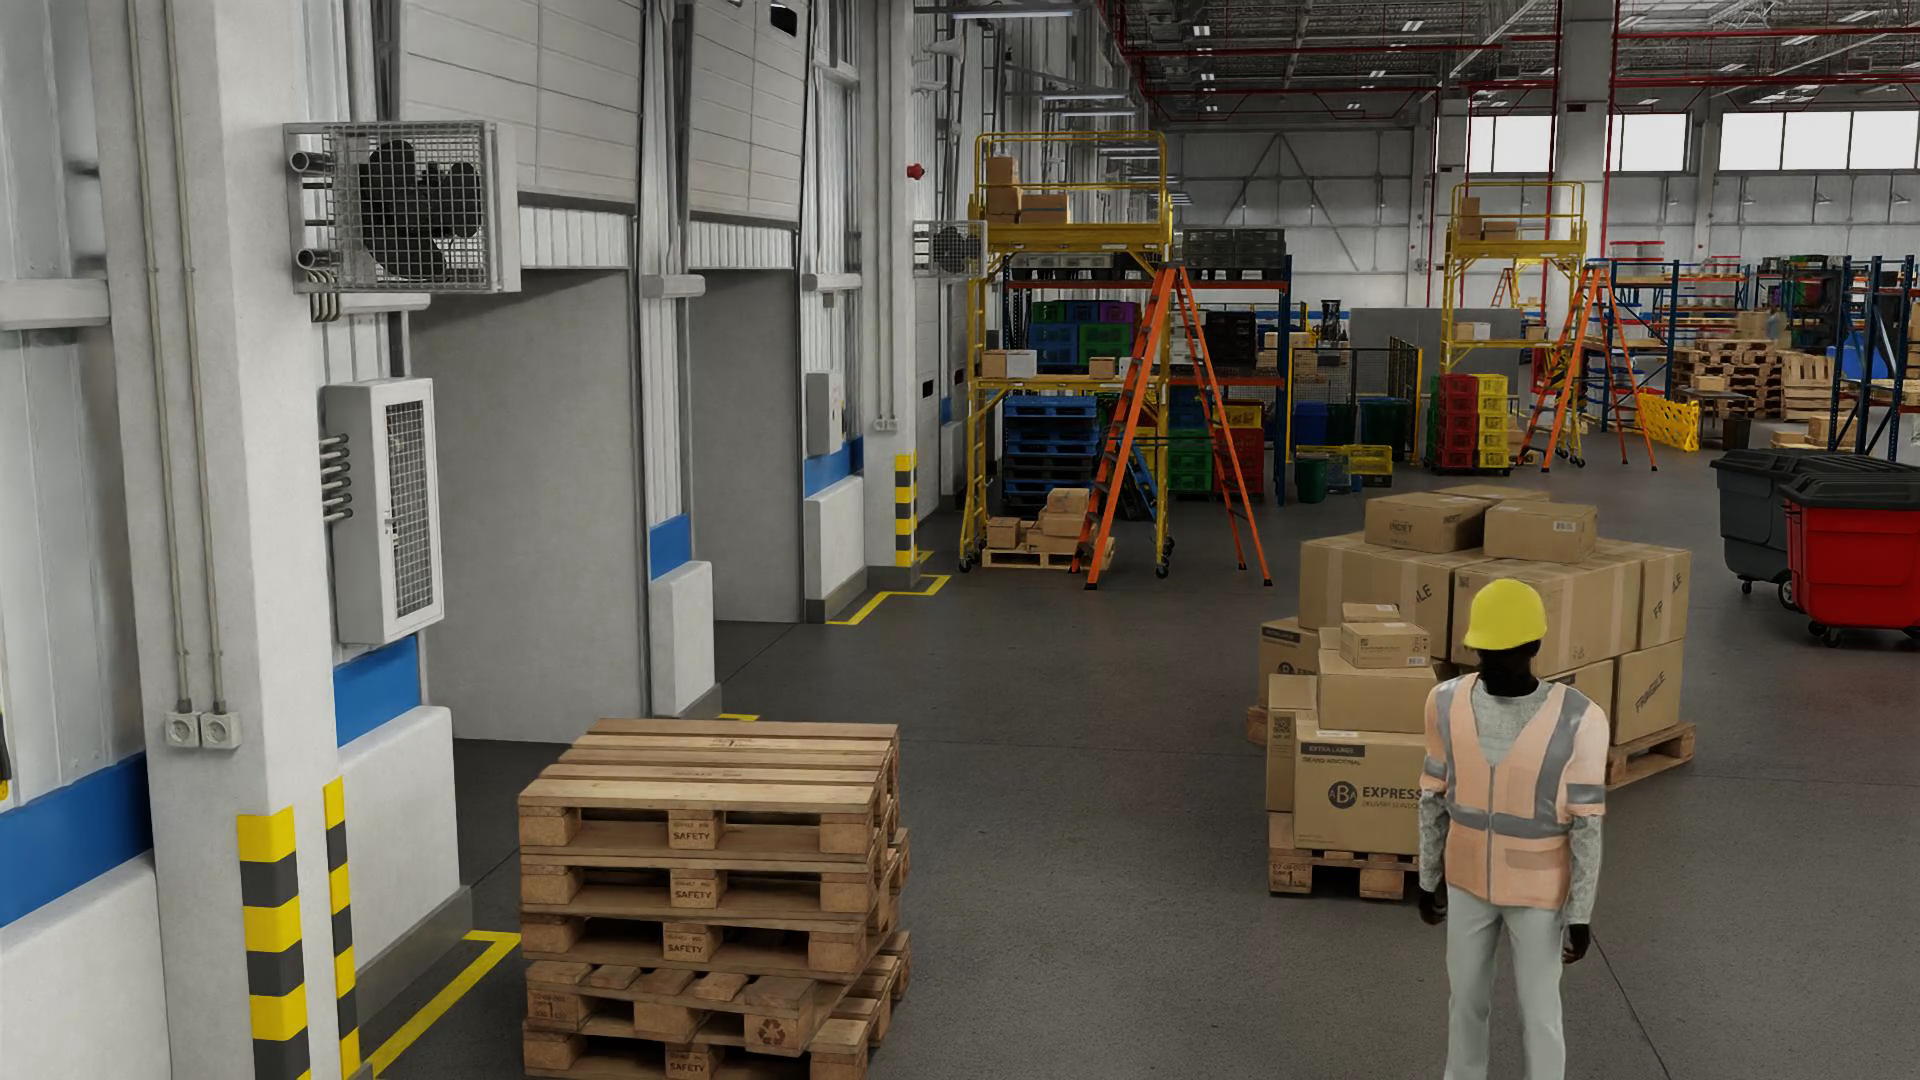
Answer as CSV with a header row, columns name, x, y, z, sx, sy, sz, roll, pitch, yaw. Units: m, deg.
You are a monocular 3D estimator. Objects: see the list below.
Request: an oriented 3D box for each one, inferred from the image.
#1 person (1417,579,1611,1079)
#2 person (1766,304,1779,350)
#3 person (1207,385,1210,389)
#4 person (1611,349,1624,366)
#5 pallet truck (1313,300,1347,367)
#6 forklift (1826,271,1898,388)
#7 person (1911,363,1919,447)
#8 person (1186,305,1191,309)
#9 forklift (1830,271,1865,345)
name,x,y,z,sx,sy,sz,roll,pitch,yaw
person,1.692,1.063,5.180,0.588,1.918,0.397,8,12,40
person,22.292,-5.522,45.718,0.372,1.940,0.631,3,10,20
person,5.164,-3.653,35.141,0.319,1.631,0.525,-5,11,-30
person,14.781,-4.216,37.678,0.556,1.939,0.361,5,11,29
pallet truck,11.159,-6.200,49.718,0.823,1.965,1.885,4,10,26
forklift,21.072,-4.771,38.191,1.873,2.768,1.129,1,9,9
person,15.644,-2.368,26.891,0.319,1.739,0.485,9,13,43
person,6.175,-5.356,44.732,0.544,1.930,0.389,-5,11,-30
forklift,25.327,-6.332,47.821,1.873,2.768,1.129,1,9,9
